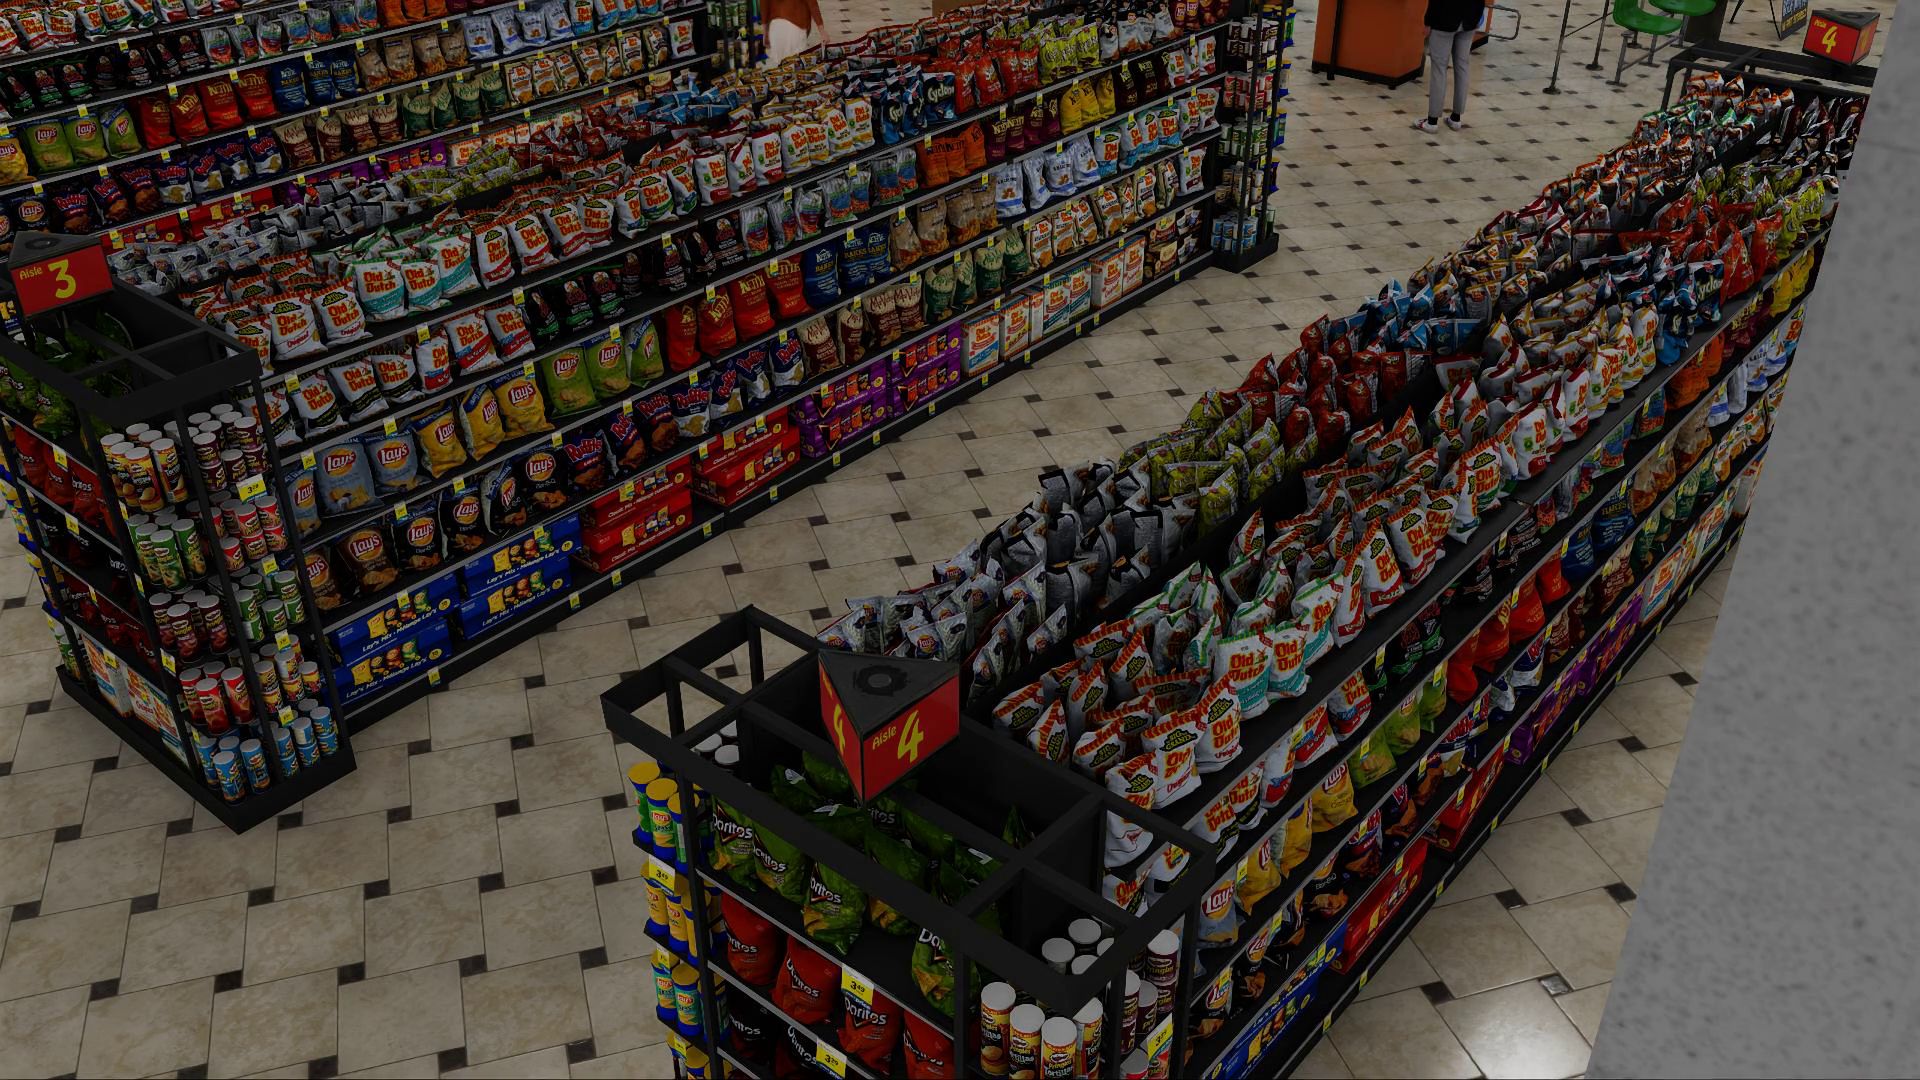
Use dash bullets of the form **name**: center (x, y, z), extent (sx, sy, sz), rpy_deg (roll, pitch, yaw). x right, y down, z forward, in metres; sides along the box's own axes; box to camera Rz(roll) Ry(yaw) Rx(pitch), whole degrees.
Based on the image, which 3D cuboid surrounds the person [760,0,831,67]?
- **person**: center (-1.481, -4.176, 13.855), extent (0.726, 1.688, 0.830), rpy_deg (20, 37, 29)

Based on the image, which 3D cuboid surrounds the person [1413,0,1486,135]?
- **person**: center (4.177, -4.418, 13.996), extent (0.746, 1.950, 0.857), rpy_deg (-9, 33, -14)
